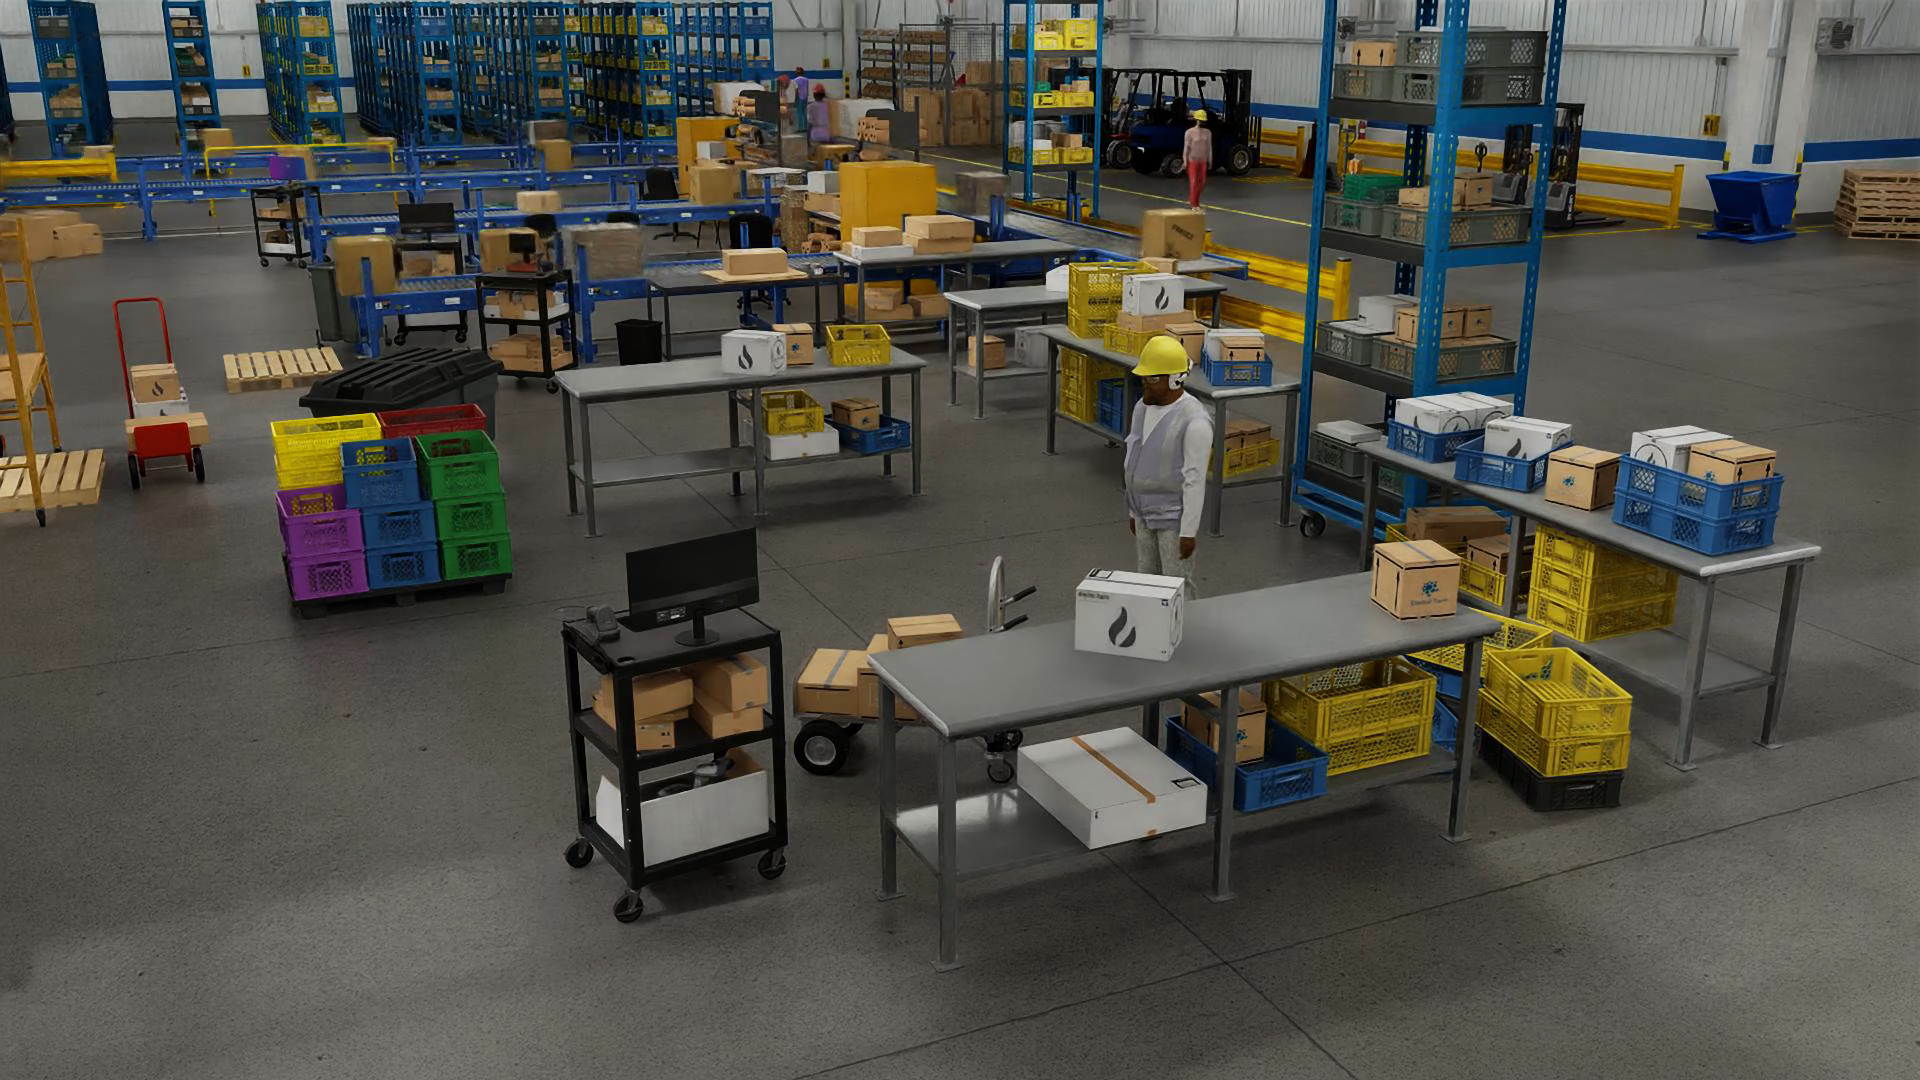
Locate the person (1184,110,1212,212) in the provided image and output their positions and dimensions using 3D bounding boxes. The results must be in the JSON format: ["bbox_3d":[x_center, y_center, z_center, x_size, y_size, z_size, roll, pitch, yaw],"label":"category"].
[{"bbox_3d":[4.119,-6.561,28.839,0.530,1.753,0.414,-6,19,-19],"label":"person"}]

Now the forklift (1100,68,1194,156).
[{"bbox_3d":[4.082,-9.564,37.410,2.680,1.987,1.157,-8,19,-23],"label":"forklift"}]

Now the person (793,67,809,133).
[{"bbox_3d":[-4.583,-12.716,48.071,0.378,1.844,0.569,13,22,35],"label":"person"}]

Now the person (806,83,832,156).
[{"bbox_3d":[-2.773,-7.953,32.777,0.633,2.021,0.466,-12,21,-34],"label":"person"}]

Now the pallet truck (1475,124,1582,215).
[{"bbox_3d":[9.707,-6.455,28.103,1.885,1.965,0.823,-7,19,-20],"label":"pallet truck"}]

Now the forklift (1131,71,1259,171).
[{"bbox_3d":[4.998,-8.936,35.413,2.680,1.987,1.157,-9,20,-25],"label":"forklift"}]

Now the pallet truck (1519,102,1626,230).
[{"bbox_3d":[9.972,-6.037,26.785,1.885,1.965,0.823,-9,20,-25],"label":"pallet truck"}]

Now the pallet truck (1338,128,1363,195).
[{"bbox_3d":[7.845,-7.140,31.411,1.522,1.261,0.704,-9,20,-25],"label":"pallet truck"}]

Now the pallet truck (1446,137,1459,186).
[{"bbox_3d":[9.184,-6.485,29.328,1.630,1.274,0.653,-8,19,-23],"label":"pallet truck"}]

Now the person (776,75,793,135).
[{"bbox_3d":[-4.037,-9.871,38.927,0.861,1.961,0.643,-2,18,-7],"label":"person"}]

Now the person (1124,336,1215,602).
[{"bbox_3d":[1.034,-0.140,8.502,0.404,1.824,0.586,-9,20,-27],"label":"person"}]

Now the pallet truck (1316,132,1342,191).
[{"bbox_3d":[7.723,-7.504,32.656,1.601,1.201,0.680,-8,19,-23],"label":"pallet truck"}]
